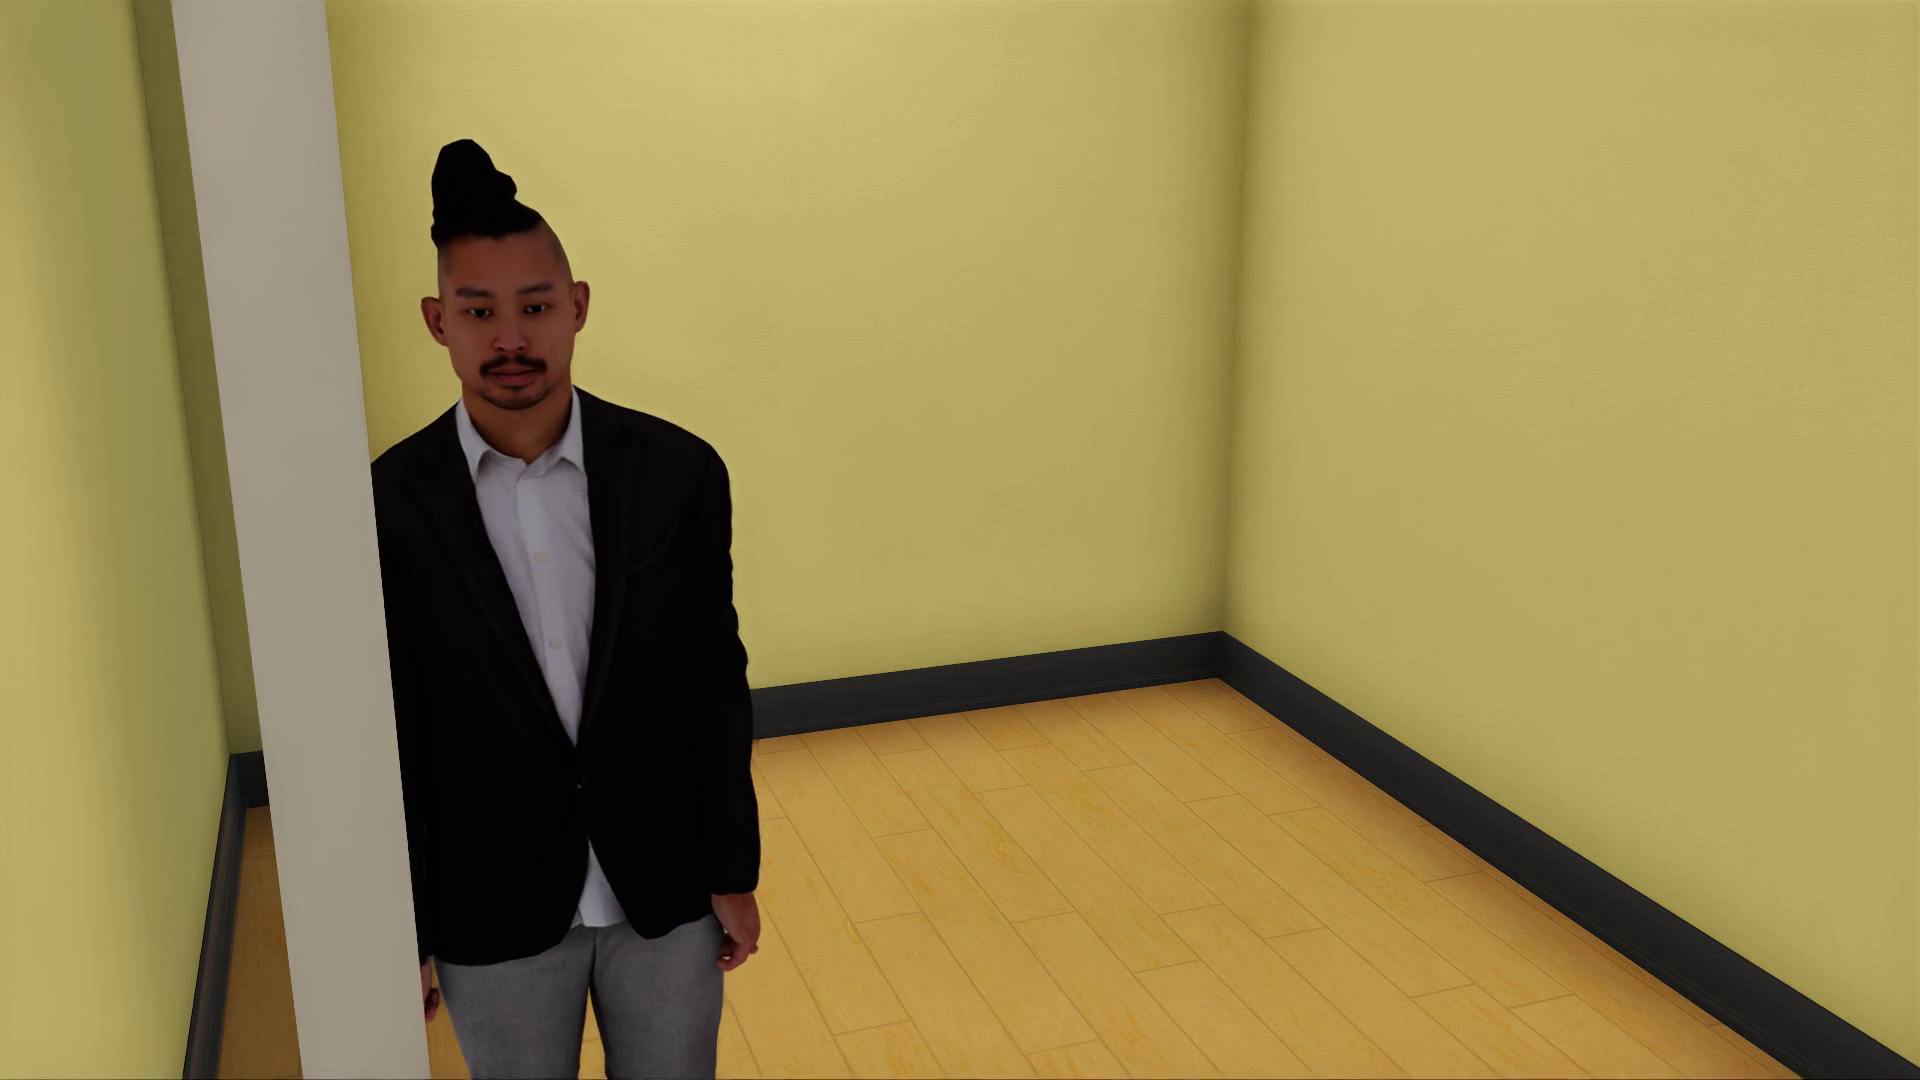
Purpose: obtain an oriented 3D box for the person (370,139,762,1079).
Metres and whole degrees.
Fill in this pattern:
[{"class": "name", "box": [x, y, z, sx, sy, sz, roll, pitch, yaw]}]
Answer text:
[{"class": "person", "box": [-0.553, 0.434, 2.339, 0.512, 1.951, 0.755, -6, 17, -20]}]
